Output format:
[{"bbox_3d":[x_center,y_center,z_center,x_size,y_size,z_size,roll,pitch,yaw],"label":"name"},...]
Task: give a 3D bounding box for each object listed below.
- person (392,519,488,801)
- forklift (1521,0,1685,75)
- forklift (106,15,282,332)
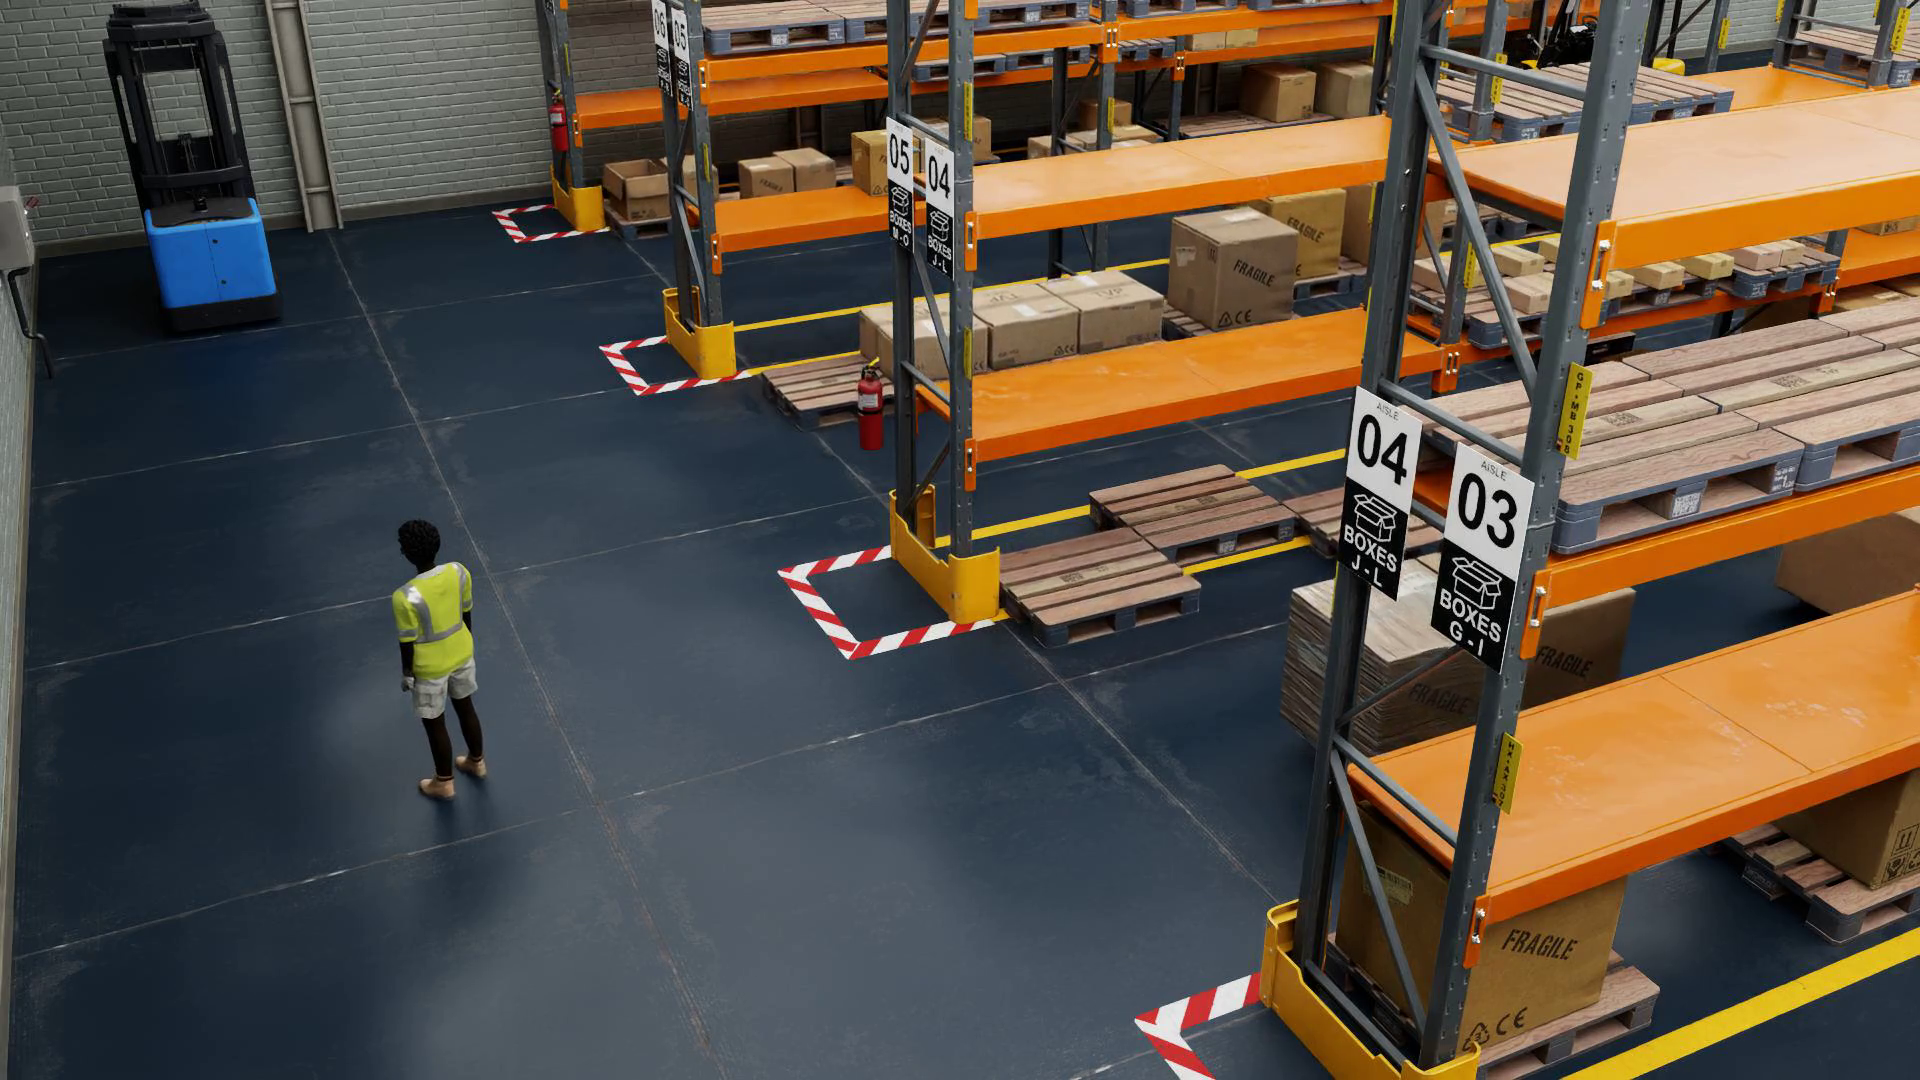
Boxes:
[{"bbox_3d":[-2.901,0.664,9.290,0.319,1.687,0.538,14,31,25],"label":"person"},{"bbox_3d":[8.950,-6.807,23.056,1.214,2.155,2.313,-12,30,-22],"label":"forklift"},{"bbox_3d":[-7.548,-3.672,16.323,1.129,2.768,1.873,-12,30,-22],"label":"forklift"}]
